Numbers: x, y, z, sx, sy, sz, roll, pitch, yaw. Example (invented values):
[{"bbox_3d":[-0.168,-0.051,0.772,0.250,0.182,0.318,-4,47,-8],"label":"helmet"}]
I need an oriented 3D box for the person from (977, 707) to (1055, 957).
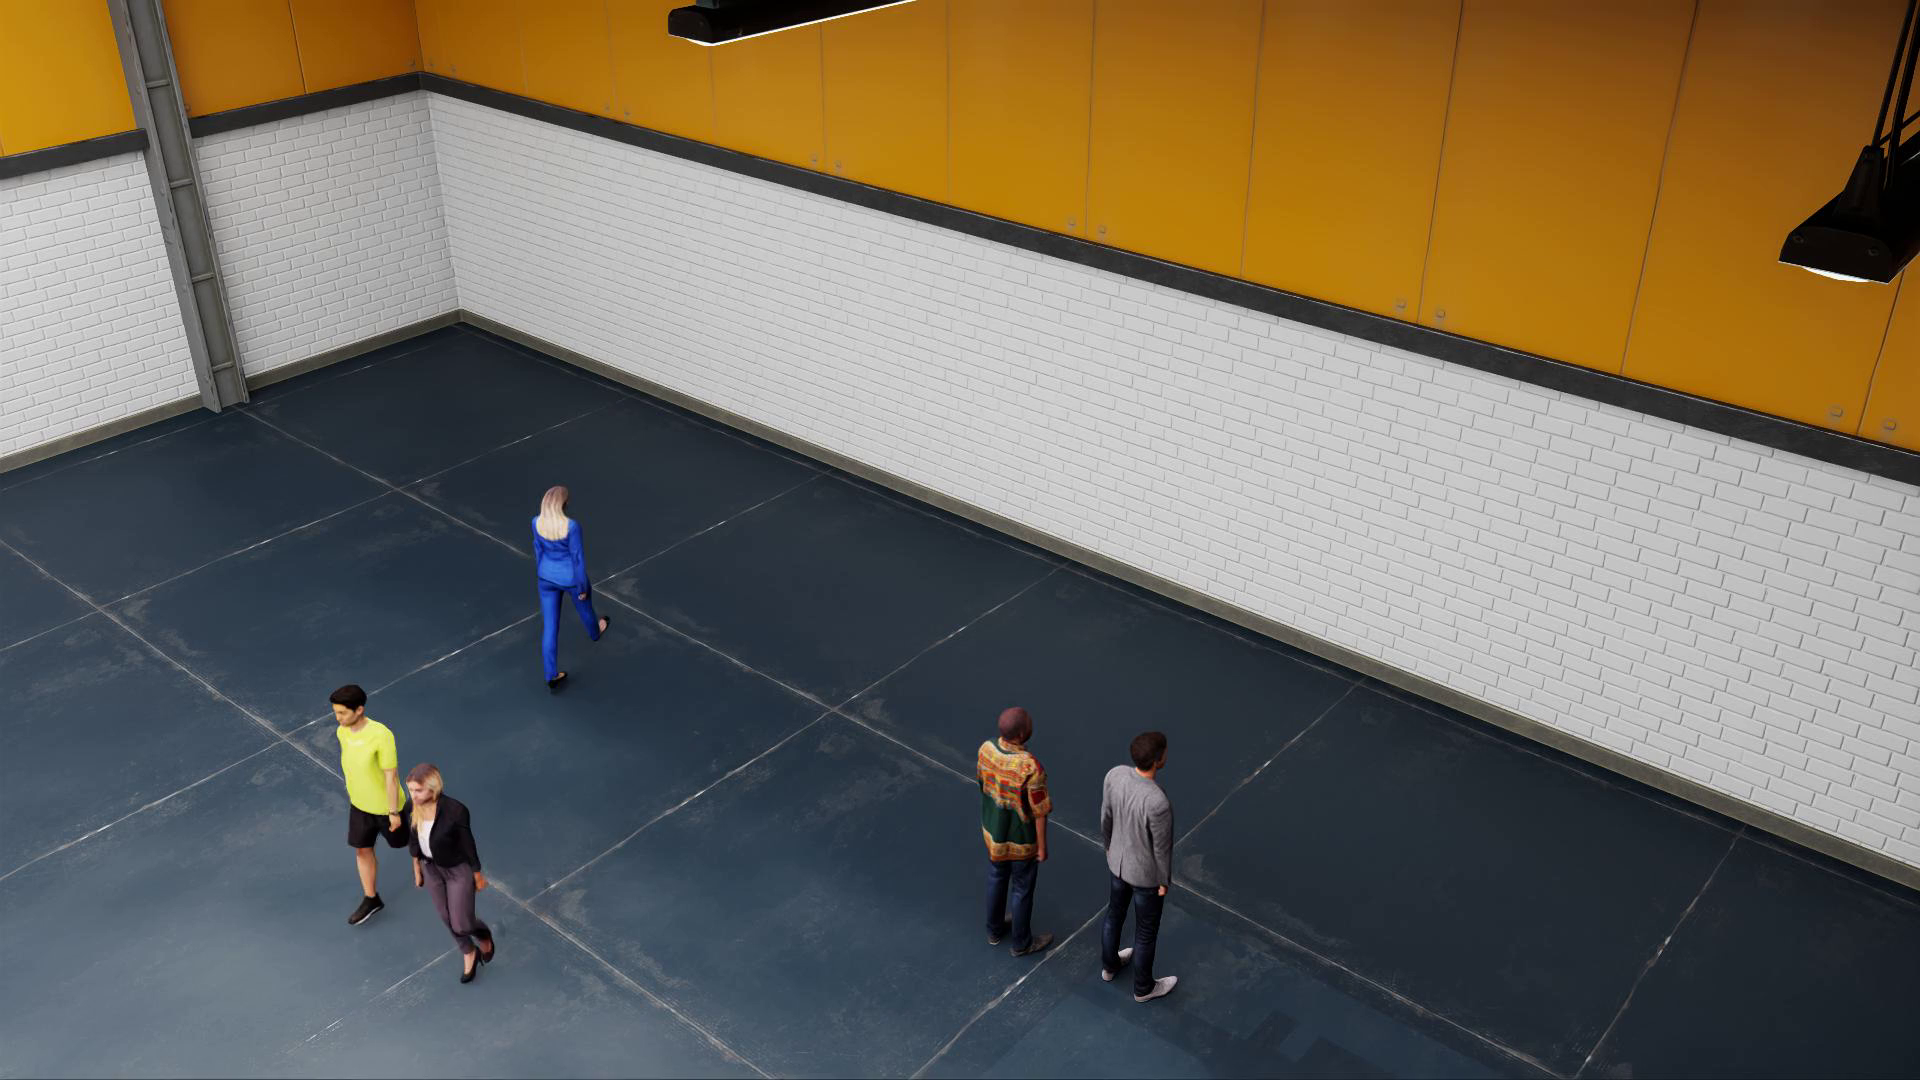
[{"bbox_3d":[0.327,1.816,10.387,0.667,1.807,0.708,-26,38,-38],"label":"person"}]

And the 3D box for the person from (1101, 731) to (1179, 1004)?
[{"bbox_3d":[1.077,1.958,10.059,0.629,1.871,0.722,-23,36,-35],"label":"person"}]

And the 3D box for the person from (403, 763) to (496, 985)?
[{"bbox_3d":[-3.072,1.997,10.209,0.705,1.659,0.737,8,30,15],"label":"person"}]

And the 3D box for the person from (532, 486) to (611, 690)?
[{"bbox_3d":[-3.187,0.409,13.136,0.990,1.645,1.266,7,29,13],"label":"person"}]

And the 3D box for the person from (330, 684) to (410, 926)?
[{"bbox_3d":[-3.740,1.640,10.843,0.858,1.679,1.142,10,30,18],"label":"person"}]
